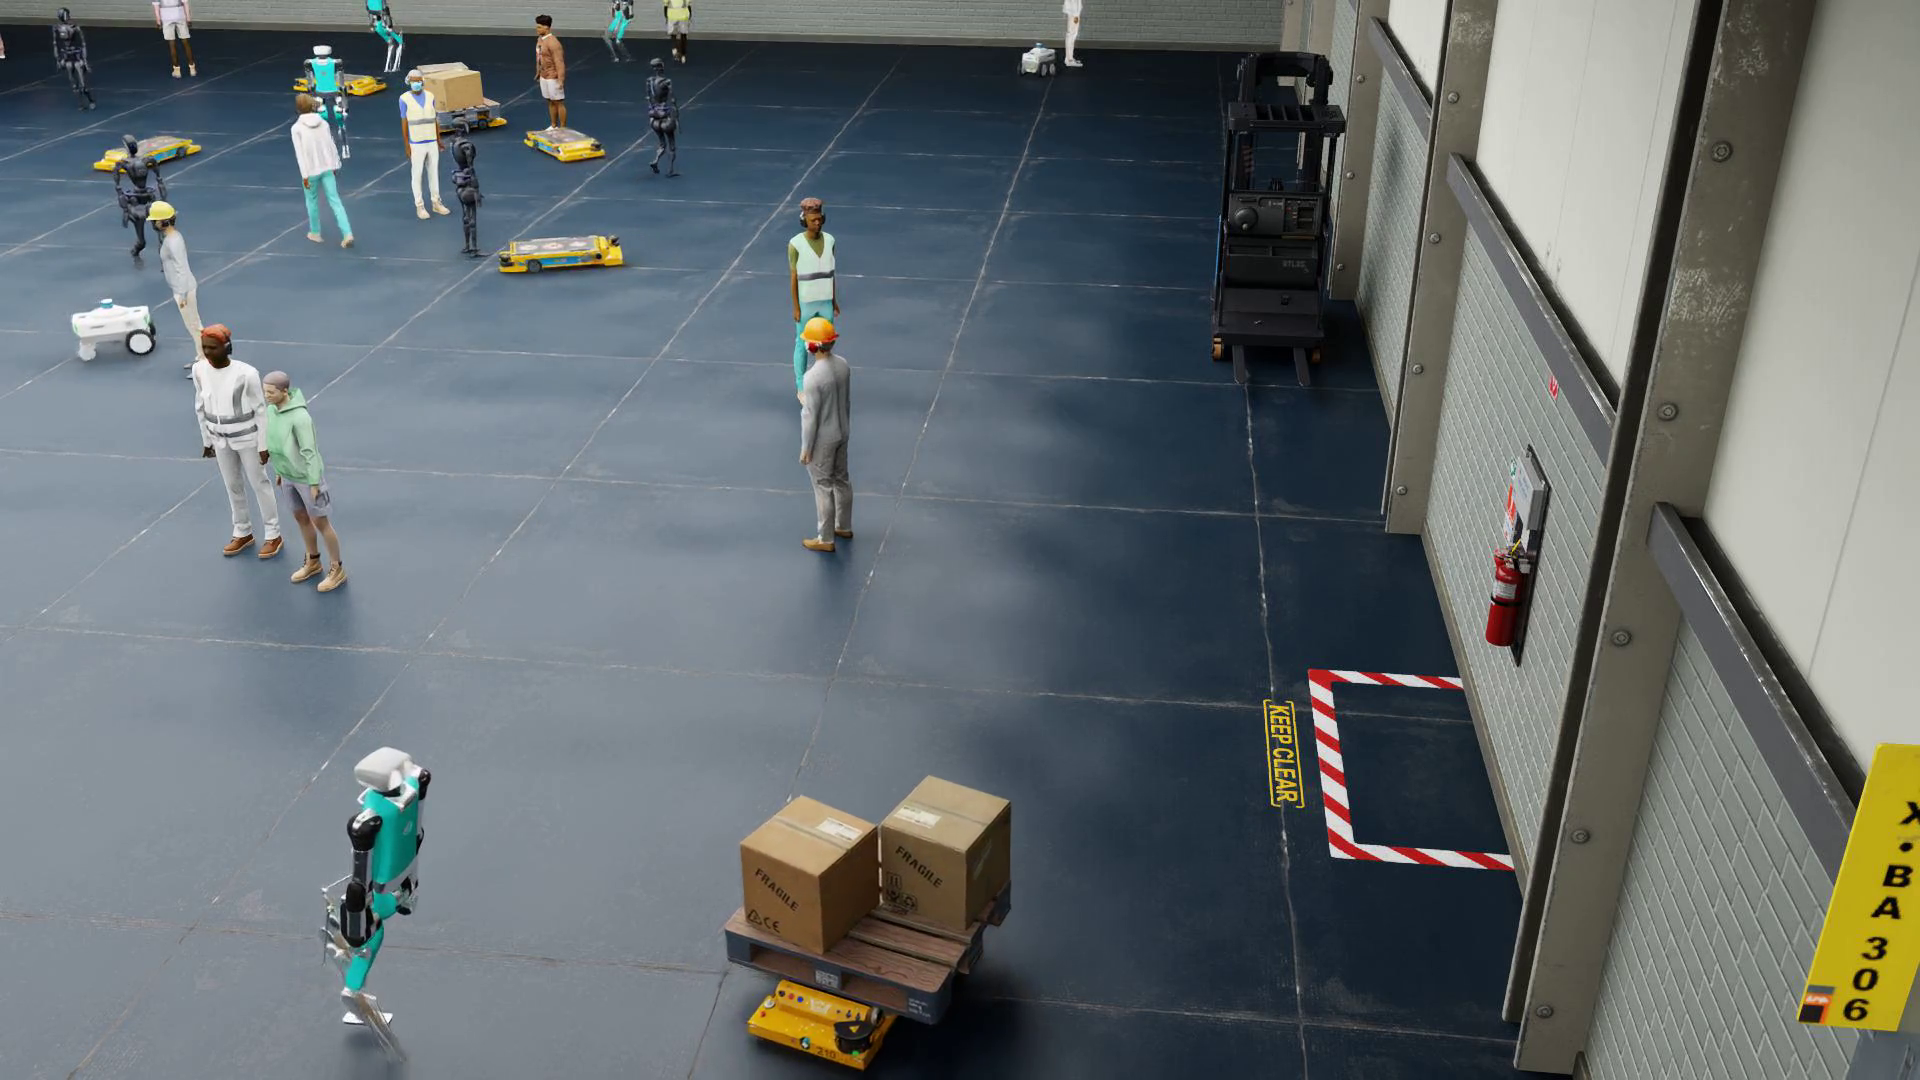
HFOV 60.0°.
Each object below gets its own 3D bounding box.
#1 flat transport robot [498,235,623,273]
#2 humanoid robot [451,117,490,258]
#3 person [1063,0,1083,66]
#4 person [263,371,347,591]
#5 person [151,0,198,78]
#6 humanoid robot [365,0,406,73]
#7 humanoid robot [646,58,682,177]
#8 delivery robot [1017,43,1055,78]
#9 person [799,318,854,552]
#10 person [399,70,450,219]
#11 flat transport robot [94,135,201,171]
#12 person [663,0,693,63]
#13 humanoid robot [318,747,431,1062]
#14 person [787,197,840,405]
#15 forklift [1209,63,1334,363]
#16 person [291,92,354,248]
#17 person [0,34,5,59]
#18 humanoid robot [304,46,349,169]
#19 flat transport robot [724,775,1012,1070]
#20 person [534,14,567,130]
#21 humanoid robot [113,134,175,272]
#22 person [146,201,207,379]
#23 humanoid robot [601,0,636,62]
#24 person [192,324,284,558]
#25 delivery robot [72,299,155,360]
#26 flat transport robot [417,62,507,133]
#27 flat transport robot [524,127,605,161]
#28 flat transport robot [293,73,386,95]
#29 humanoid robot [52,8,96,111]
[{"bbox_3d":[-4.806,-3.440,20.005,1.431,0.231,0.659,-6,27,-13],"label":"flat transport robot"},{"bbox_3d":[-5.949,-4.276,20.086,0.315,1.657,0.599,-15,30,-27],"label":"humanoid robot"},{"bbox_3d":[2.100,-9.766,30.839,0.386,1.877,0.511,-1,27,-2],"label":"person"},{"bbox_3d":[-4.915,-0.452,12.411,0.471,1.733,0.324,16,31,29],"label":"person"},{"bbox_3d":[-14.122,-9.358,29.844,0.606,2.043,0.376,-16,31,-29],"label":"person"},{"bbox_3d":[-10.401,-9.399,30.250,0.530,1.792,0.675,14,30,26],"label":"humanoid robot"},{"bbox_3d":[-4.210,-5.949,23.436,0.591,1.640,0.427,18,32,32],"label":"humanoid robot"},{"bbox_3d":[1.413,-8.691,30.189,0.514,0.611,0.783,15,30,27],"label":"delivery robot"},{"bbox_3d":[-1.053,-0.822,12.978,0.377,1.890,0.562,15,30,27],"label":"person"},{"bbox_3d":[-6.985,-5.155,21.625,0.402,1.890,0.522,24,35,39],"label":"person"},{"bbox_3d":[-11.967,-5.692,24.502,0.659,0.231,1.431,9,28,17],"label":"flat transport robot"},{"bbox_3d":[-5.240,-9.718,30.952,0.540,1.683,0.477,-5,27,-9],"label":"person"},{"bbox_3d":[-2.933,1.772,8.044,0.864,1.809,0.547,7,27,14],"label":"humanoid robot"},{"bbox_3d":[-1.382,-2.270,15.767,0.482,1.978,0.403,-17,31,-30],"label":"person"},{"bbox_3d":[3.241,-3.477,17.183,1.129,2.768,1.873,3,27,6],"label":"forklift"},{"bbox_3d":[-7.836,-4.527,20.393,0.502,1.878,0.952,-24,35,-39],"label":"person"},{"bbox_3d":[-18.415,-9.992,31.254,0.413,1.912,0.649,17,31,31],"label":"person"},{"bbox_3d":[-9.104,-6.298,24.122,0.551,1.805,0.898,-6,27,-13],"label":"humanoid robot"},{"bbox_3d":[-0.482,2.176,8.794,0.659,0.231,1.431,11,29,21],"label":"flat transport robot"},{"bbox_3d":[-6.291,-7.155,25.651,0.400,1.856,0.790,-21,33,-35],"label":"person"},{"bbox_3d":[-9.563,-3.941,19.456,0.622,1.640,0.611,21,33,35],"label":"humanoid robot"},{"bbox_3d":[-7.686,-2.463,16.383,0.322,1.767,0.532,-12,29,-23],"label":"person"},{"bbox_3d":[-6.418,-9.782,31.038,0.531,1.780,0.795,19,32,33],"label":"humanoid robot"},{"bbox_3d":[-5.599,-0.759,12.853,0.573,1.883,0.356,5,27,10],"label":"person"},{"bbox_3d":[-8.732,-2.183,17.199,0.818,0.614,0.499,-11,29,-21],"label":"delivery robot"},{"bbox_3d":[-8.000,-6.635,26.385,1.431,0.231,0.659,-19,33,-34],"label":"flat transport robot"},{"bbox_3d":[-5.970,-5.964,25.044,0.659,0.231,1.431,-18,32,-32],"label":"flat transport robot"},{"bbox_3d":[-10.831,-7.956,29.022,1.431,0.231,0.659,8,28,16],"label":"flat transport robot"},{"bbox_3d":[-14.573,-7.889,27.313,0.585,1.644,0.335,1,27,2],"label":"humanoid robot"}]
